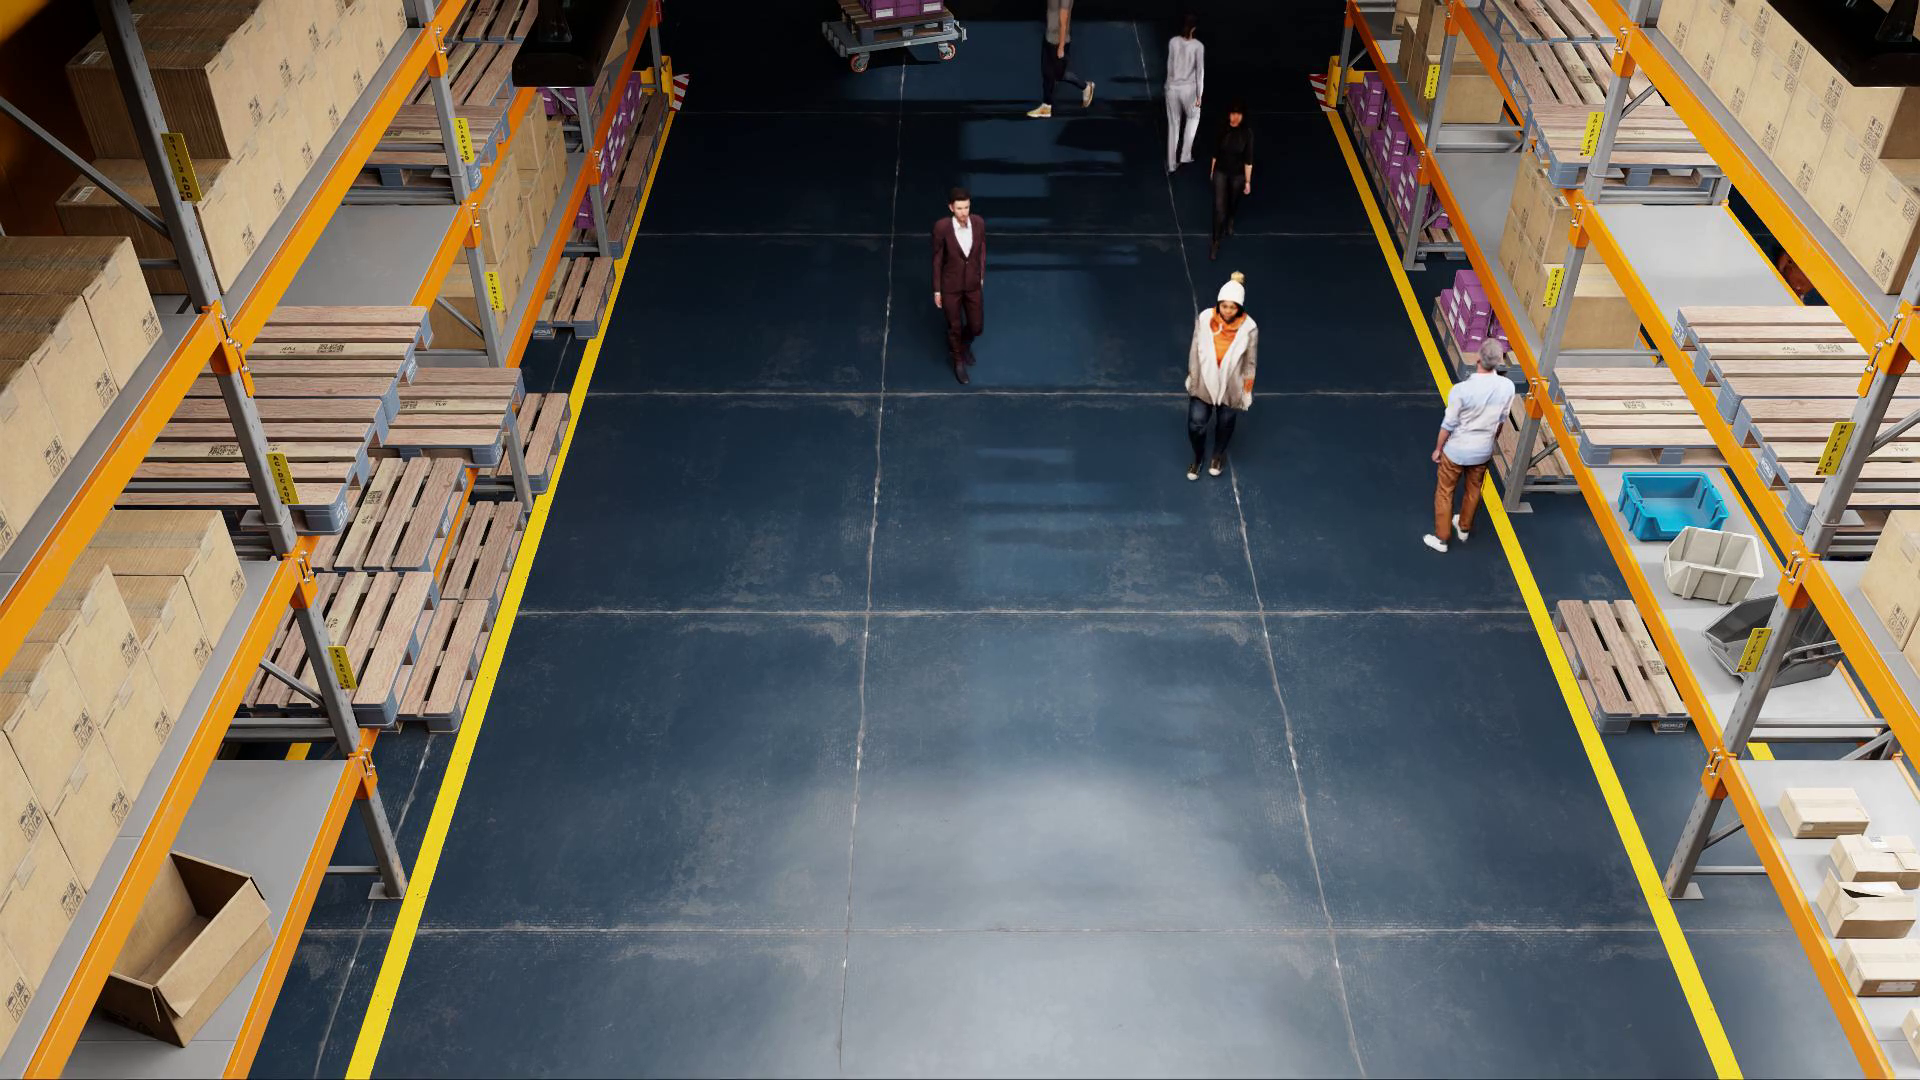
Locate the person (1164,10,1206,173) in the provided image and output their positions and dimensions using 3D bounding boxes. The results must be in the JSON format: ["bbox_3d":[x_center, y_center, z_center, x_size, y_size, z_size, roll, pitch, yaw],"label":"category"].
[{"bbox_3d":[2.358,-4.803,17.961,0.755,1.759,0.805,18,42,21],"label":"person"}]

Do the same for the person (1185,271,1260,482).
[{"bbox_3d":[2.141,-1.377,13.575,0.785,1.878,0.754,9,39,11],"label":"person"}]

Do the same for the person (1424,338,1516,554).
[{"bbox_3d":[3.920,-0.737,12.795,0.747,1.852,0.737,-7,39,-8],"label":"person"}]

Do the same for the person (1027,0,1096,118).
[{"bbox_3d":[1.190,-5.739,19.035,0.947,1.880,1.082,-12,40,-14],"label":"person"}]

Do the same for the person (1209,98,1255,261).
[{"bbox_3d":[2.723,-3.700,16.707,0.703,1.599,1.138,6,39,8],"label":"person"}]

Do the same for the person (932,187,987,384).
[{"bbox_3d":[-0.025,-2.300,14.751,0.797,1.852,0.853,-11,40,-14],"label":"person"}]
